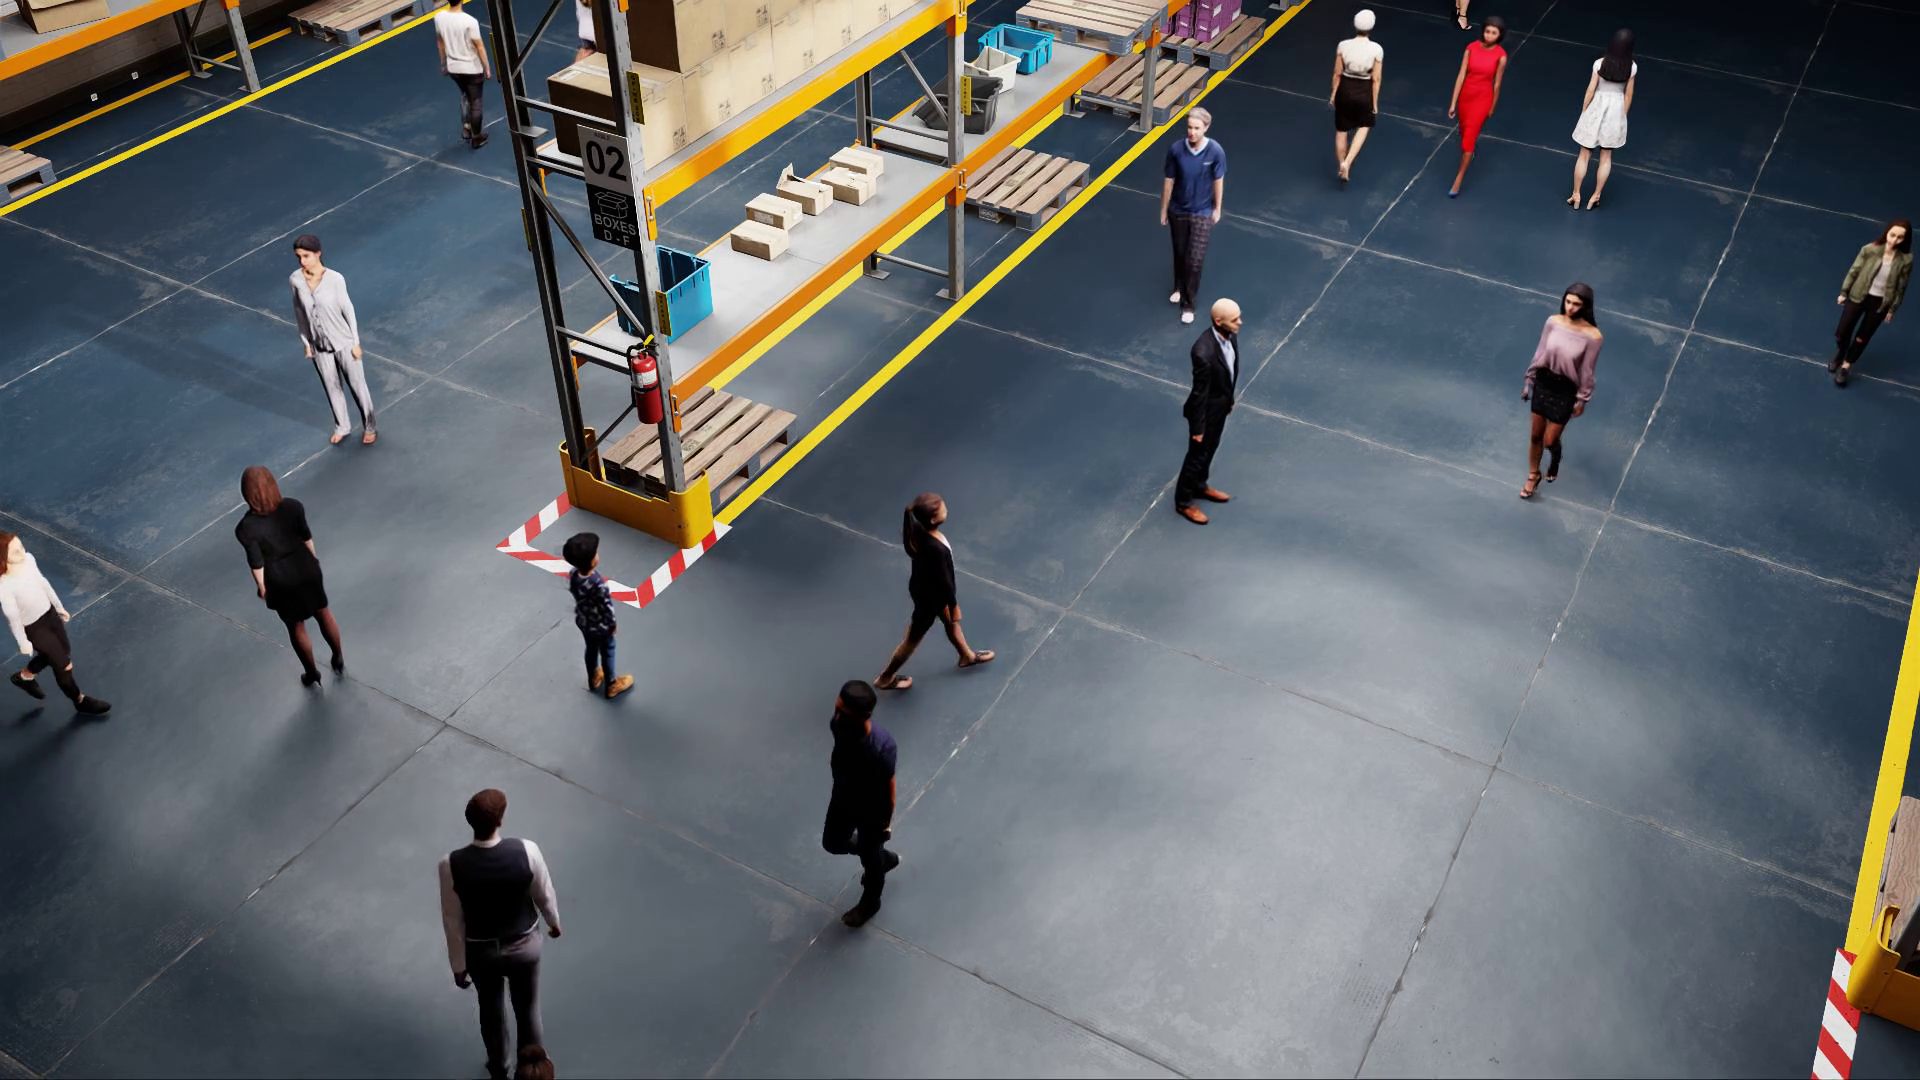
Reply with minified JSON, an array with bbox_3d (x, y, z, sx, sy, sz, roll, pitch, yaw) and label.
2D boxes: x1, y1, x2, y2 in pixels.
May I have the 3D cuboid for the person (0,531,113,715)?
[{"bbox_3d":[-5.810,0.520,10.364,0.840,1.471,0.861,0,39,0],"label":"person"}]

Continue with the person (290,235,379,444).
[{"bbox_3d":[-4.784,-1.529,12.688,0.670,1.773,0.676,1,39,1],"label":"person"}]

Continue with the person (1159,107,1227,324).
[{"bbox_3d":[2.000,-2.860,14.295,0.766,1.848,0.930,12,40,15],"label":"person"}]

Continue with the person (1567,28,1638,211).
[{"bbox_3d":[6.095,-3.978,15.754,0.708,1.774,0.709,11,40,13],"label":"person"}]

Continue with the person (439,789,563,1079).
[{"bbox_3d":[-2.249,2.034,8.116,0.836,1.910,0.890,-16,41,-19],"label":"person"}]

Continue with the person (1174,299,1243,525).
[{"bbox_3d":[1.793,-0.952,11.948,0.747,1.796,0.497,23,44,26],"label":"person"}]

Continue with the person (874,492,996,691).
[{"bbox_3d":[-0.263,0.369,10.520,1.106,1.513,0.990,-13,40,-16],"label":"person"}]

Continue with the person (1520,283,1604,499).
[{"bbox_3d":[4.377,-1.091,12.116,0.763,1.803,0.727,-32,48,-33],"label":"person"}]

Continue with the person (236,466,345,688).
[{"bbox_3d":[-4.232,0.237,10.531,0.694,1.706,0.520,31,48,33],"label":"person"}]

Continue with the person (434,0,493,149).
[{"bbox_3d":[-5.048,-4.769,16.792,0.709,1.714,0.666,12,40,14],"label":"person"}]

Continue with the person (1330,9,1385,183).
[{"bbox_3d":[3.798,-4.229,16.090,0.666,1.747,0.766,17,42,20],"label":"person"}]

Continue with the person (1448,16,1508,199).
[{"bbox_3d":[5.013,-4.255,16.150,0.610,1.713,1.091,23,44,26],"label":"person"}]

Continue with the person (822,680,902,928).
[{"bbox_3d":[-0.464,1.380,9.035,0.810,1.786,0.766,-29,47,-31],"label":"person"}]

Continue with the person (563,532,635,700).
[{"bbox_3d":[-2.334,0.477,10.596,0.525,1.248,0.523,26,45,29],"label":"person"}]

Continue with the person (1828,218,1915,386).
[{"bbox_3d":[7.374,-1.957,13.465,0.594,1.472,0.570,21,43,24],"label":"person"}]
